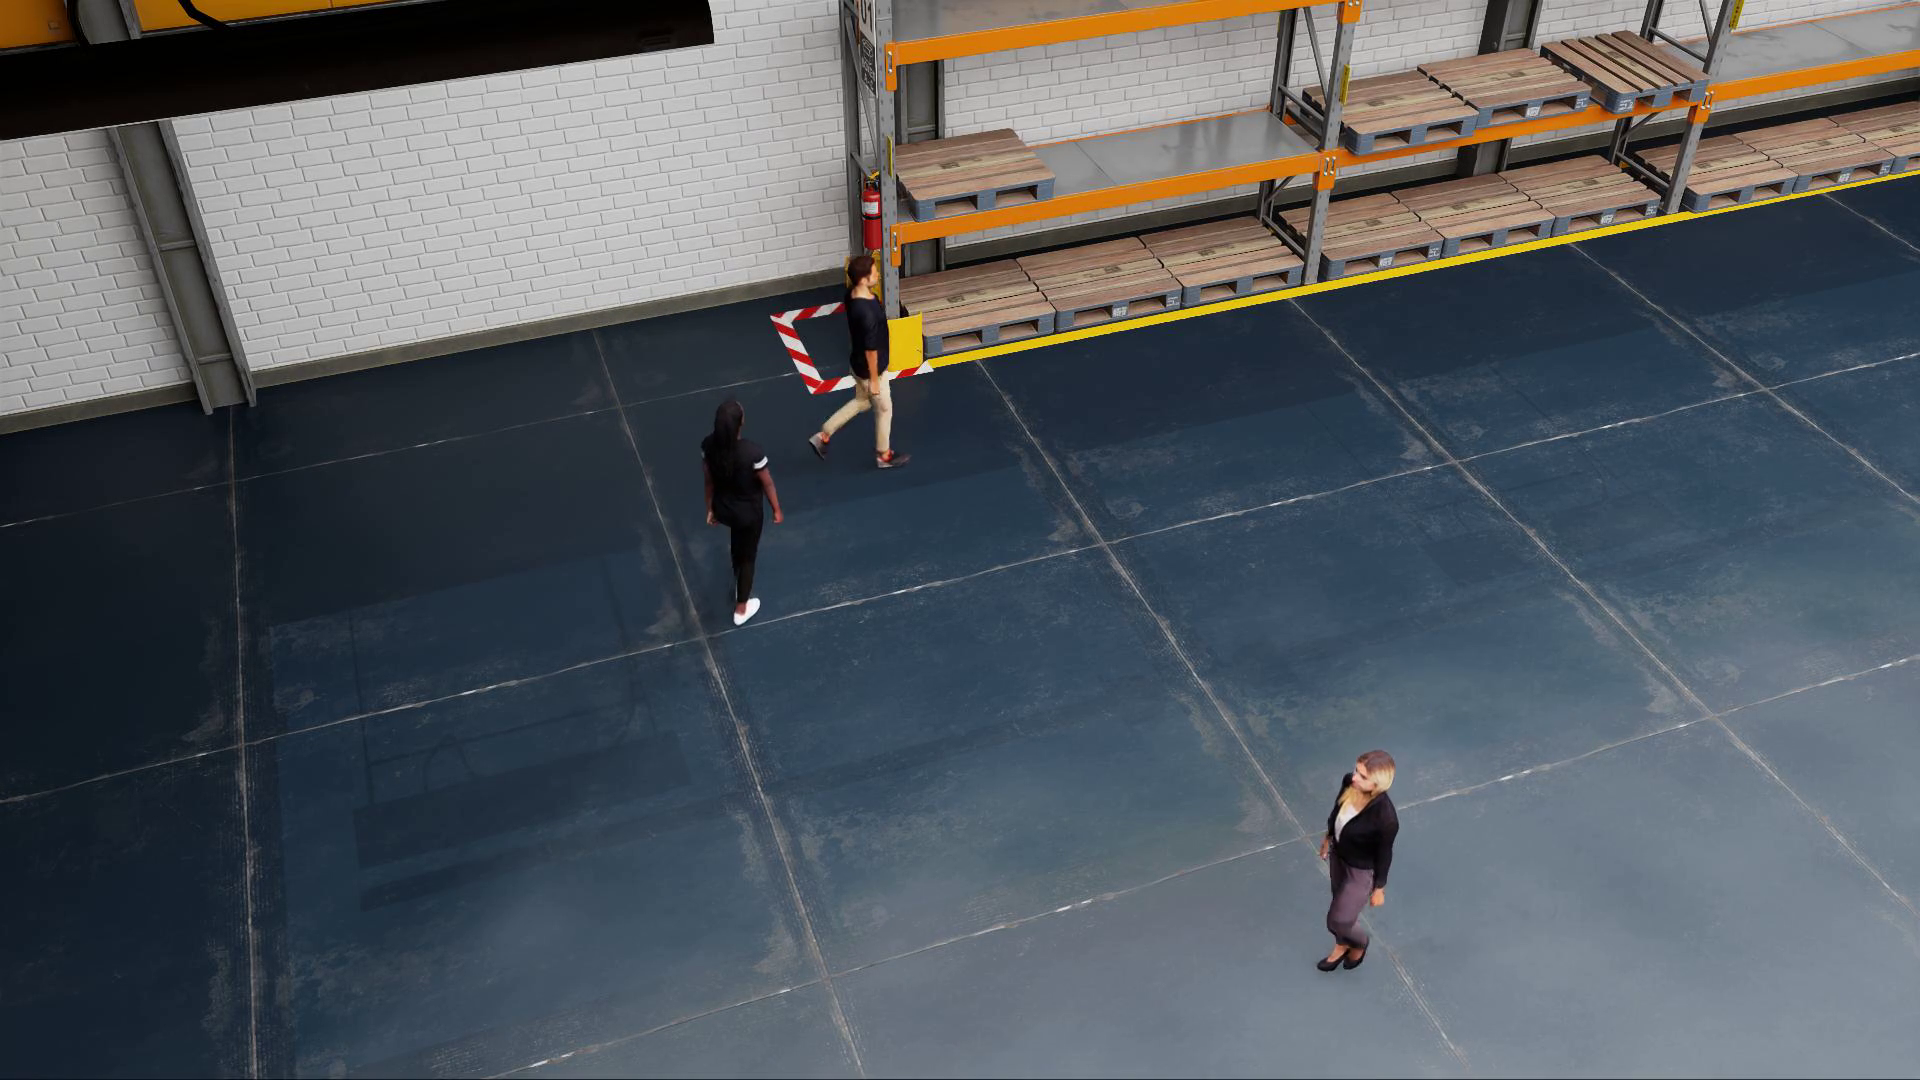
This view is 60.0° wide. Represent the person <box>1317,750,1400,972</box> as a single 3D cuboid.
[{"bbox_3d":[2.158,1.710,8.768,0.573,1.664,0.609,-12,40,-15],"label":"person"}]

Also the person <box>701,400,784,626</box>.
[{"bbox_3d":[-1.497,-0.136,11.037,0.791,1.717,0.852,15,41,18],"label":"person"}]

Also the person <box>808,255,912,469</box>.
[{"bbox_3d":[-0.764,-1.271,12.362,0.999,1.837,0.640,-12,40,-14],"label":"person"}]
